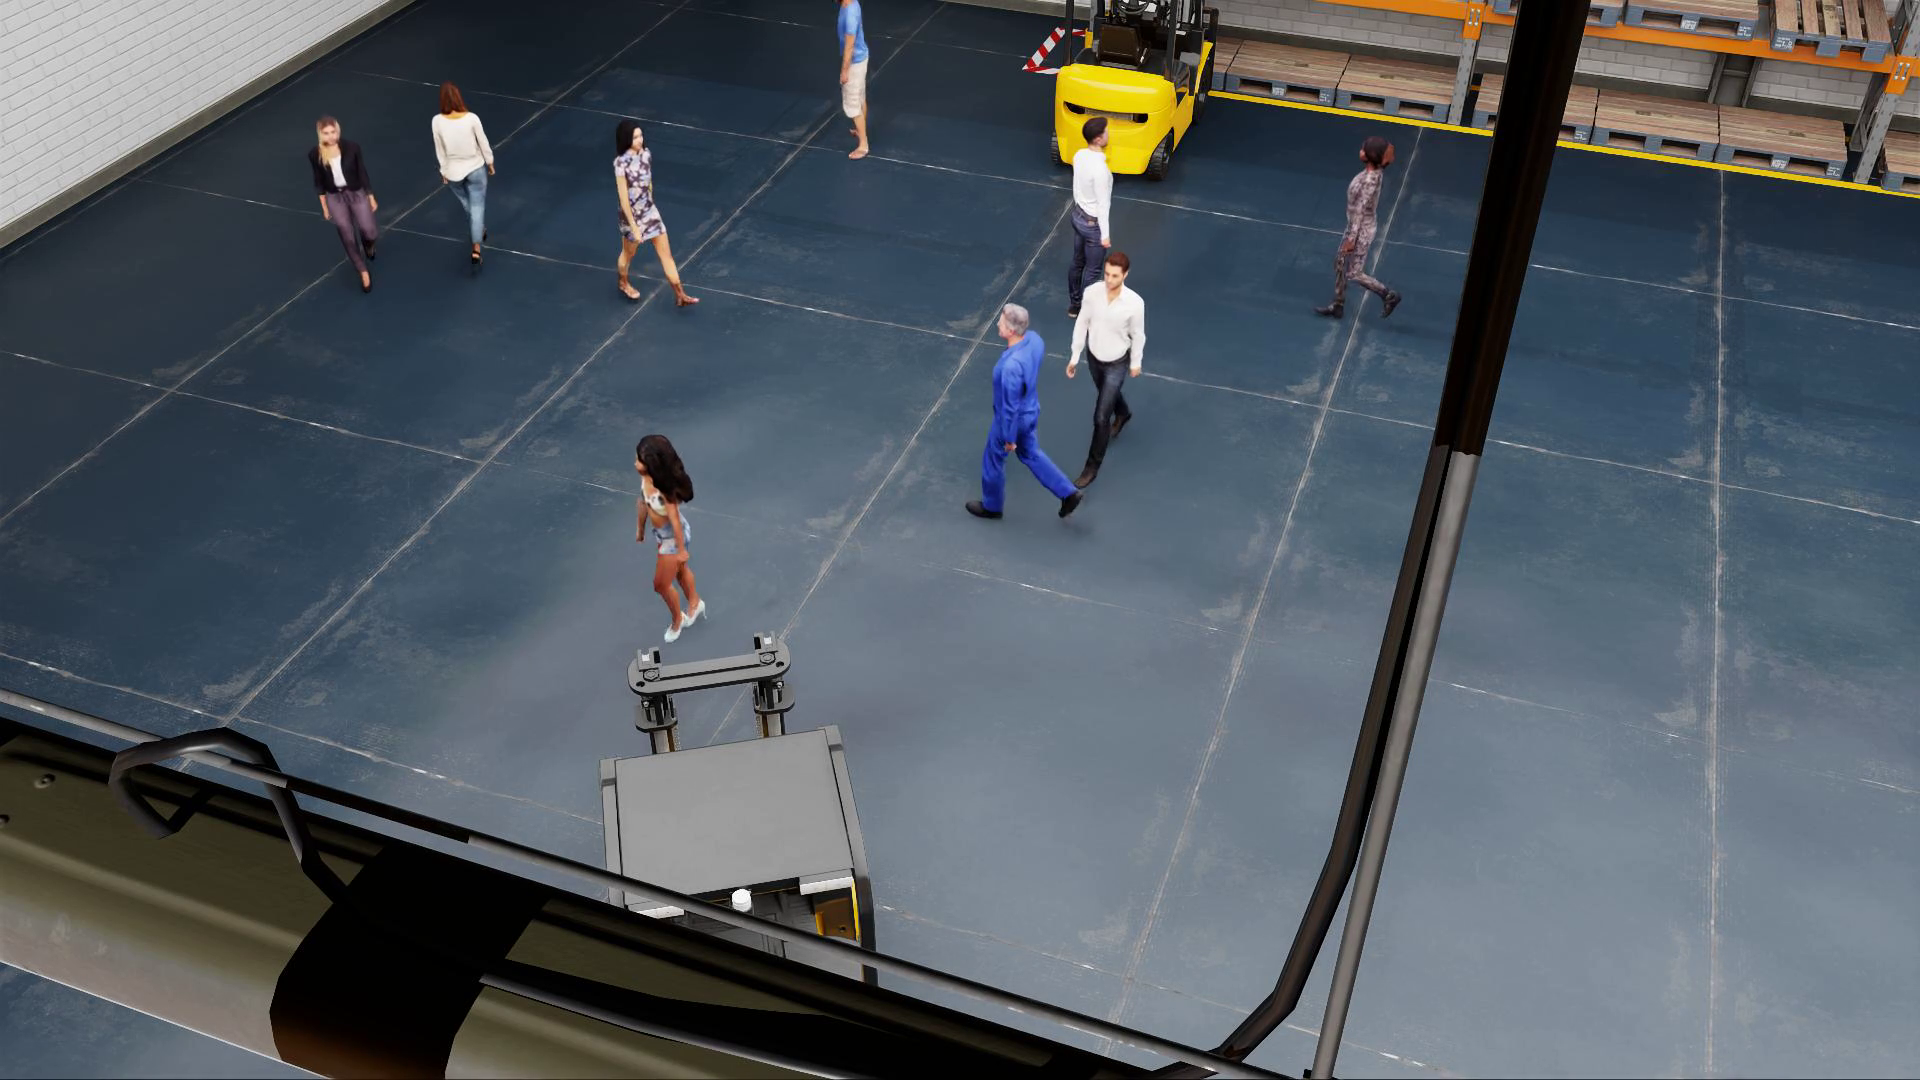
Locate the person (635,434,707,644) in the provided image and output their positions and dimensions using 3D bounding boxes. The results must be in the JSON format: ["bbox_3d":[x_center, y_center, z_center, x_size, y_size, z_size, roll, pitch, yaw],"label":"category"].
[{"bbox_3d":[-1.833,-0.033,10.924,0.777,1.609,0.711,-23,44,-26],"label":"person"}]

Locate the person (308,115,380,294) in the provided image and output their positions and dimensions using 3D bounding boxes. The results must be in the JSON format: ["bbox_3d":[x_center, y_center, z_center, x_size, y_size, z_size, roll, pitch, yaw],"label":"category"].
[{"bbox_3d":[-5.357,-2.976,14.570,0.840,1.658,0.893,-12,40,-15],"label":"person"}]

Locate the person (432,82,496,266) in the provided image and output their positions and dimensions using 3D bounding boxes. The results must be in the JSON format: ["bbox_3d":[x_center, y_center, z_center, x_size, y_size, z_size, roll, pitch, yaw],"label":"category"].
[{"bbox_3d":[-4.443,-3.253,14.931,1.114,1.640,0.991,-3,39,-4],"label":"person"}]

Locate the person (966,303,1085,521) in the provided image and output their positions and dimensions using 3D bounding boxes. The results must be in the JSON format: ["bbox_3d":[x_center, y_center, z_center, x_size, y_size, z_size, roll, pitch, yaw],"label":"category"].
[{"bbox_3d":[0.483,-0.849,11.794,1.123,1.799,0.818,18,42,21],"label":"person"}]

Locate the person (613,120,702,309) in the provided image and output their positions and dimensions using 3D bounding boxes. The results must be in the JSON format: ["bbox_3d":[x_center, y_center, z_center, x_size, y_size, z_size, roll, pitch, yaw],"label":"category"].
[{"bbox_3d":[-2.831,-2.779,14.305,1.191,1.680,0.828,25,45,28],"label":"person"}]

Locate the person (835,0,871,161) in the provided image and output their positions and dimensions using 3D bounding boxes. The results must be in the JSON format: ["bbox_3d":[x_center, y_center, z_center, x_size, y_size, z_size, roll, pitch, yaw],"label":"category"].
[{"bbox_3d":[-1.050,-4.844,16.764,0.754,1.840,0.914,9,39,11],"label":"person"}]

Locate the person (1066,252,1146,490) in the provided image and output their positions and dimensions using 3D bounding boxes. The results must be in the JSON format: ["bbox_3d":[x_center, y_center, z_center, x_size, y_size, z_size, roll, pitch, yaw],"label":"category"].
[{"bbox_3d":[1.147,-1.370,12.426,1.263,1.824,0.962,24,44,27],"label":"person"}]

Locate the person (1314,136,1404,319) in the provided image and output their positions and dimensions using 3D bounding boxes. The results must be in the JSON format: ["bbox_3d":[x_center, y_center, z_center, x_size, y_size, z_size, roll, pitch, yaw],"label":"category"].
[{"bbox_3d":[3.452,-2.578,14.039,0.955,1.699,0.625,10,40,12],"label":"person"}]

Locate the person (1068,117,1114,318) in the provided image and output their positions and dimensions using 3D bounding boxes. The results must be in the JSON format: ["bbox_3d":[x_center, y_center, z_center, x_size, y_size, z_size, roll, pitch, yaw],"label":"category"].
[{"bbox_3d":[1.092,-2.685,14.037,0.780,1.869,0.725,-15,41,-17],"label":"person"}]
